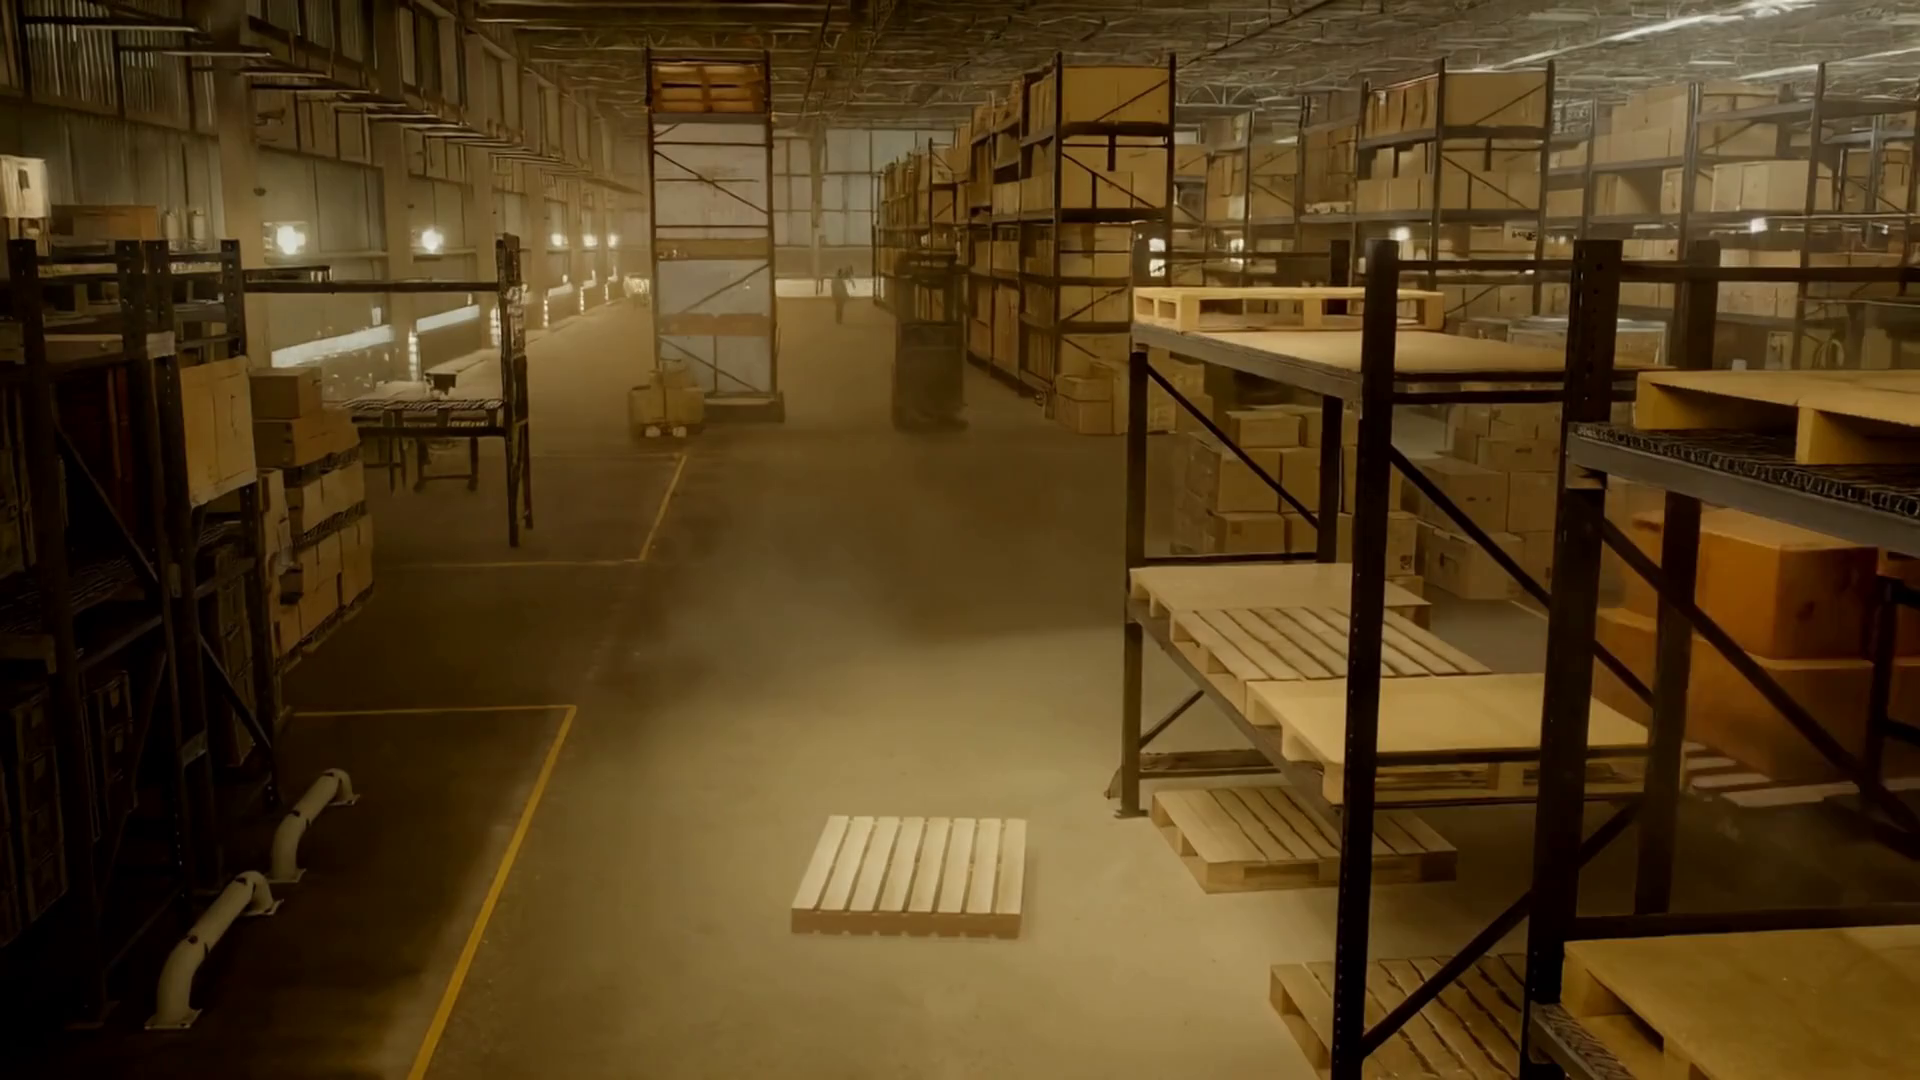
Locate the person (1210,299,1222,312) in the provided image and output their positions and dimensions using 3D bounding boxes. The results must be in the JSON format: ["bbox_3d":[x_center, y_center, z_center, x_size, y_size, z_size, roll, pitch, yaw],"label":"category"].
[{"bbox_3d":[9.303,-8.756,60.219,0.635,1.896,1.022,-2,11,-13],"label":"person"}]

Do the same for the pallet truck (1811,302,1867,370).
[{"bbox_3d":[15.846,-3.142,28.793,1.885,1.965,0.823,2,10,12],"label":"pallet truck"}]

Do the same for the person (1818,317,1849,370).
[{"bbox_3d":[12.779,-2.310,24.433,0.385,1.911,0.592,6,12,28],"label":"person"}]

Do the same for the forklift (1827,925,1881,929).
[{"bbox_3d":[4.481,0.505,6.135,1.129,2.768,1.873,-2,11,-13],"label":"forklift"}]

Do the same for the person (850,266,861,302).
[{"bbox_3d":[-5.193,-12.666,82.261,0.523,1.739,0.574,-1,10,-5],"label":"person"}]

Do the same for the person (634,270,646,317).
[{"bbox_3d":[-12.712,-9.803,66.142,0.563,1.837,0.389,7,12,33],"label":"person"}]

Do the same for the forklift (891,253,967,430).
[{"bbox_3d":[-0.541,-3.274,27.074,1.129,2.768,1.873,-1,10,-6],"label":"forklift"}]

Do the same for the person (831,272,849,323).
[{"bbox_3d":[-4.450,-8.852,60.786,0.703,1.876,0.642,-8,13,-38],"label":"person"}]

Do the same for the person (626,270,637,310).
[{"bbox_3d":[-14.212,-10.802,71.969,0.480,1.733,0.335,-7,12,-35],"label":"person"}]

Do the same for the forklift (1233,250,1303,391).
[{"bbox_3d":[6.585,-4.452,33.605,1.873,2.768,1.129,-1,10,-6],"label":"forklift"}]
